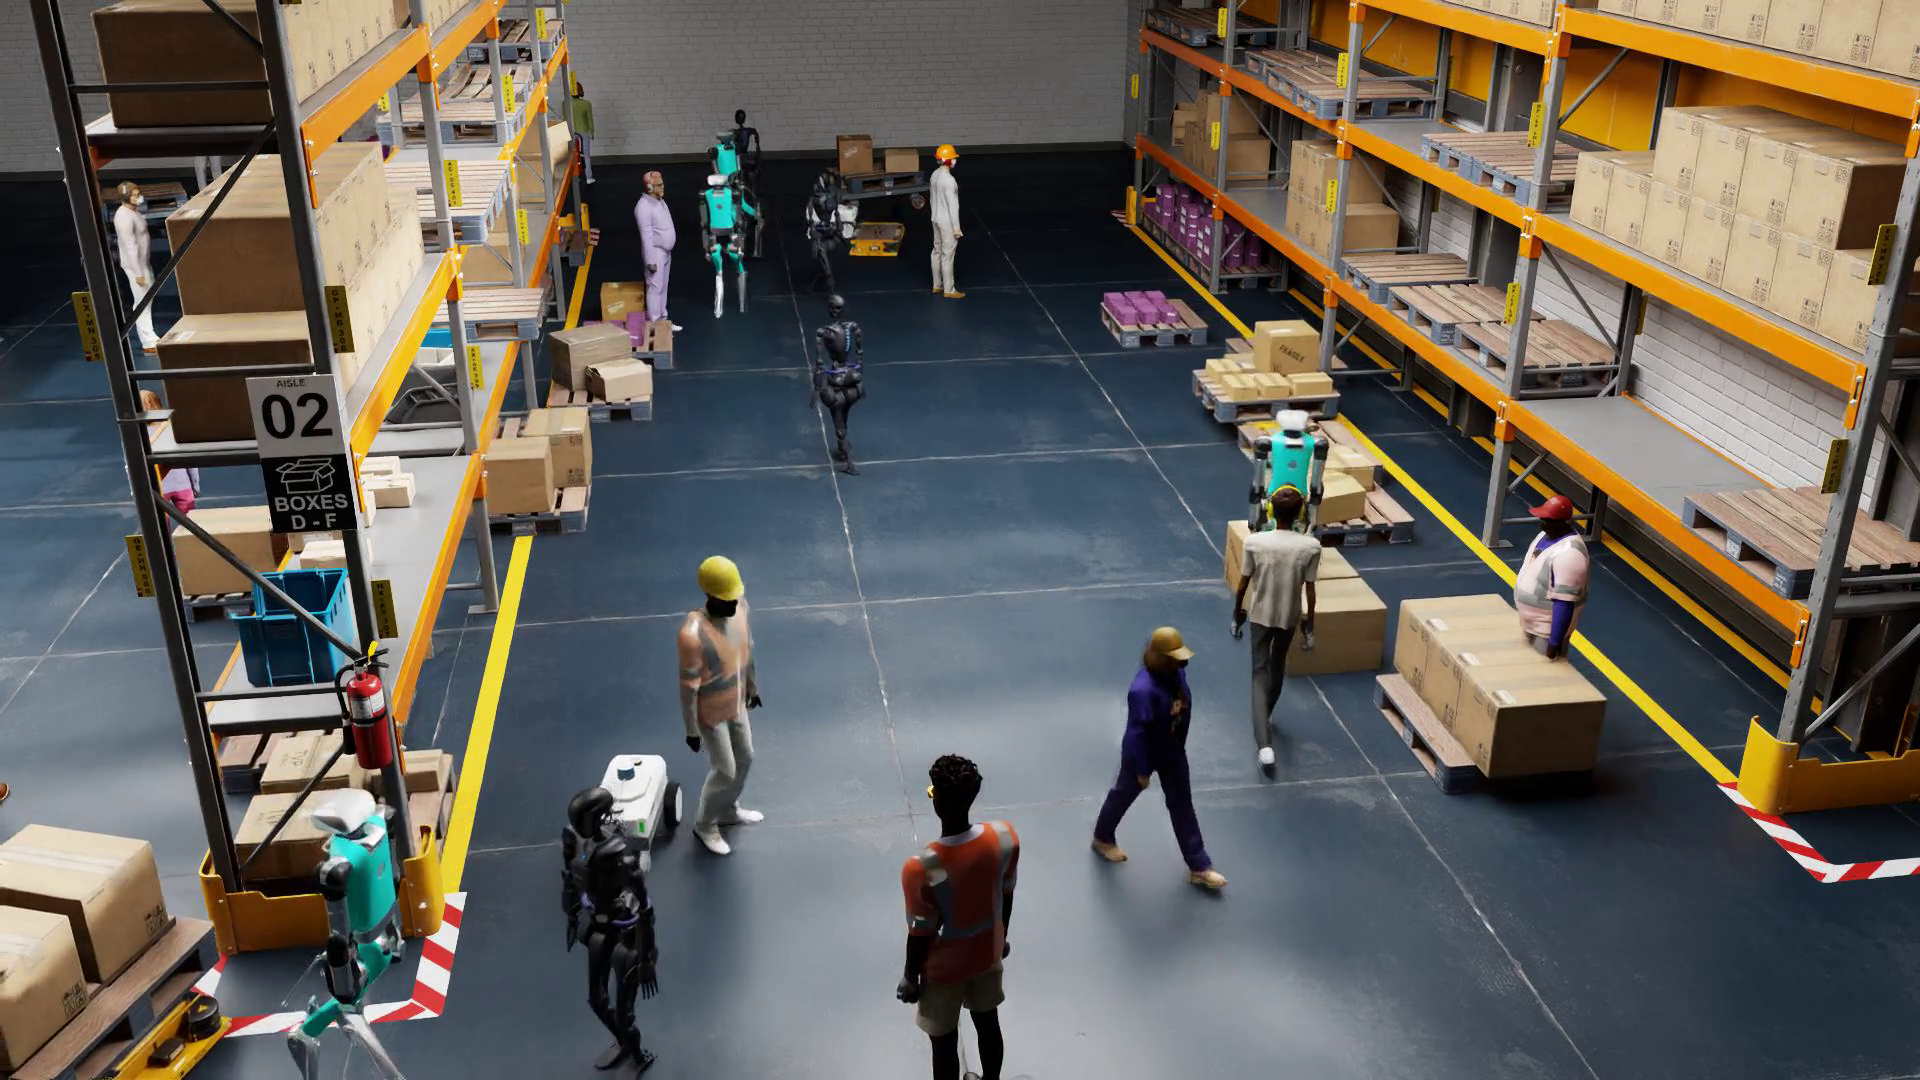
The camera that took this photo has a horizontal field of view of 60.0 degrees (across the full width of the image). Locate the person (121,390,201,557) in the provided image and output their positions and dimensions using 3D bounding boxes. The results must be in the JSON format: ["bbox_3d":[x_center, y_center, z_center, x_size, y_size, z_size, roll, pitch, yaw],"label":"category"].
[{"bbox_3d":[-6.118,-0.367,12.824,0.498,1.629,0.287,-16,28,-32],"label":"person"}]

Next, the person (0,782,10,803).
[{"bbox_3d":[-6.145,0.749,9.829,0.607,1.994,0.375,-3,24,-7],"label":"person"}]

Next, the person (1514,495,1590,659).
[{"bbox_3d":[3.741,0.524,10.655,0.418,1.745,0.599,0,24,0],"label":"person"}]

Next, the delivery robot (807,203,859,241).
[{"bbox_3d":[-1.794,-4.584,23.785,0.788,0.610,0.499,1,24,3],"label":"delivery robot"}]

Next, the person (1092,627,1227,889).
[{"bbox_3d":[1.110,1.193,9.324,0.871,1.571,0.491,22,32,40],"label":"person"}]

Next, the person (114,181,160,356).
[{"bbox_3d":[-9.114,-3.024,18.494,0.374,1.939,0.627,-8,25,-17],"label":"person"}]

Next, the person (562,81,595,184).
[{"bbox_3d":[-6.203,-6.632,27.097,0.492,1.624,0.281,0,24,1],"label":"person"}]

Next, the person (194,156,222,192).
[{"bbox_3d":[-11.634,-6.118,25.662,0.429,1.843,0.624,19,30,36],"label":"person"}]

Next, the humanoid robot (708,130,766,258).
[{"bbox_3d":[-2.930,-4.569,22.307,0.999,1.764,0.543,18,30,36],"label":"humanoid robot"}]

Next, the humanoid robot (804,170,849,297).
[{"bbox_3d":[-1.690,-3.727,20.495,0.764,1.654,0.600,17,29,34],"label":"humanoid robot"}]

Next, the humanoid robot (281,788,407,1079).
[{"bbox_3d":[-2.892,1.926,7.571,0.785,1.869,0.559,5,24,10],"label":"humanoid robot"}]

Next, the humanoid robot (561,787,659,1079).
[{"bbox_3d":[-1.618,1.841,7.751,0.604,1.649,0.343,17,29,33],"label":"humanoid robot"}]

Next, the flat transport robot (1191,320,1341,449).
[{"bbox_3d":[3.025,-1.215,16.447,0.659,0.231,1.431,-3,24,-8],"label":"flat transport robot"}]

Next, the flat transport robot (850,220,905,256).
[{"bbox_3d":[-1.150,-4.221,23.295,0.659,0.231,1.431,1,24,2],"label":"flat transport robot"}]

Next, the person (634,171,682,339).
[{"bbox_3d":[-3.459,-3.277,19.108,0.413,1.908,0.639,3,24,7],"label":"person"}]

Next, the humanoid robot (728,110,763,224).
[{"bbox_3d":[-3.167,-5.481,24.461,0.601,1.635,0.727,-12,27,-26],"label":"humanoid robot"}]

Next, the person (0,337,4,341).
[{"bbox_3d":[-11.229,-3.034,18.766,0.384,1.738,0.575,17,29,34],"label":"person"}]

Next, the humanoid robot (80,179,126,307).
[{"bbox_3d":[-10.177,-3.474,19.858,0.537,1.623,0.620,15,28,31],"label":"humanoid robot"}]

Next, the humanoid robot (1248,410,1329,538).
[{"bbox_3d":[2.344,-0.210,12.395,0.531,1.807,0.918,-1,24,-2],"label":"humanoid robot"}]

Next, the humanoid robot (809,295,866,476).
[{"bbox_3d":[-1.142,-1.437,15.227,0.611,1.635,0.641,-21,32,-40],"label":"humanoid robot"}]

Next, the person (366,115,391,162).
[{"bbox_3d":[-7.998,-4.962,23.070,0.510,1.811,0.612,19,30,36],"label":"person"}]

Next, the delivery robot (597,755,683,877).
[{"bbox_3d":[-1.935,1.569,9.767,0.499,0.610,0.788,0,24,1],"label":"delivery robot"}]

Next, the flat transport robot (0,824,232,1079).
[{"bbox_3d":[-4.406,2.427,8.148,1.431,0.231,0.659,5,24,12],"label":"flat transport robot"}]

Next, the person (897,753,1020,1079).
[{"bbox_3d":[-0.015,1.828,7.403,0.602,1.966,0.367,-17,29,-34],"label":"person"}]

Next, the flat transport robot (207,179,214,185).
[{"bbox_3d":[-11.253,-5.676,26.609,1.431,0.231,0.659,6,24,13],"label":"flat transport robot"}]

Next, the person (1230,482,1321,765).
[{"bbox_3d":[1.992,0.516,10.566,0.523,1.828,0.897,1,24,3],"label":"person"}]

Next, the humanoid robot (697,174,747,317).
[{"bbox_3d":[-2.817,-3.539,19.987,0.534,1.821,0.797,0,24,-1],"label":"humanoid robot"}]

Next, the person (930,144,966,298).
[{"bbox_3d":[-0.174,-3.959,20.678,0.352,1.896,0.562,-13,27,-28],"label":"person"}]

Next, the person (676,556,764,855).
[{"bbox_3d":[-1.360,0.931,9.544,0.407,1.896,0.666,10,26,22],"label":"person"}]
